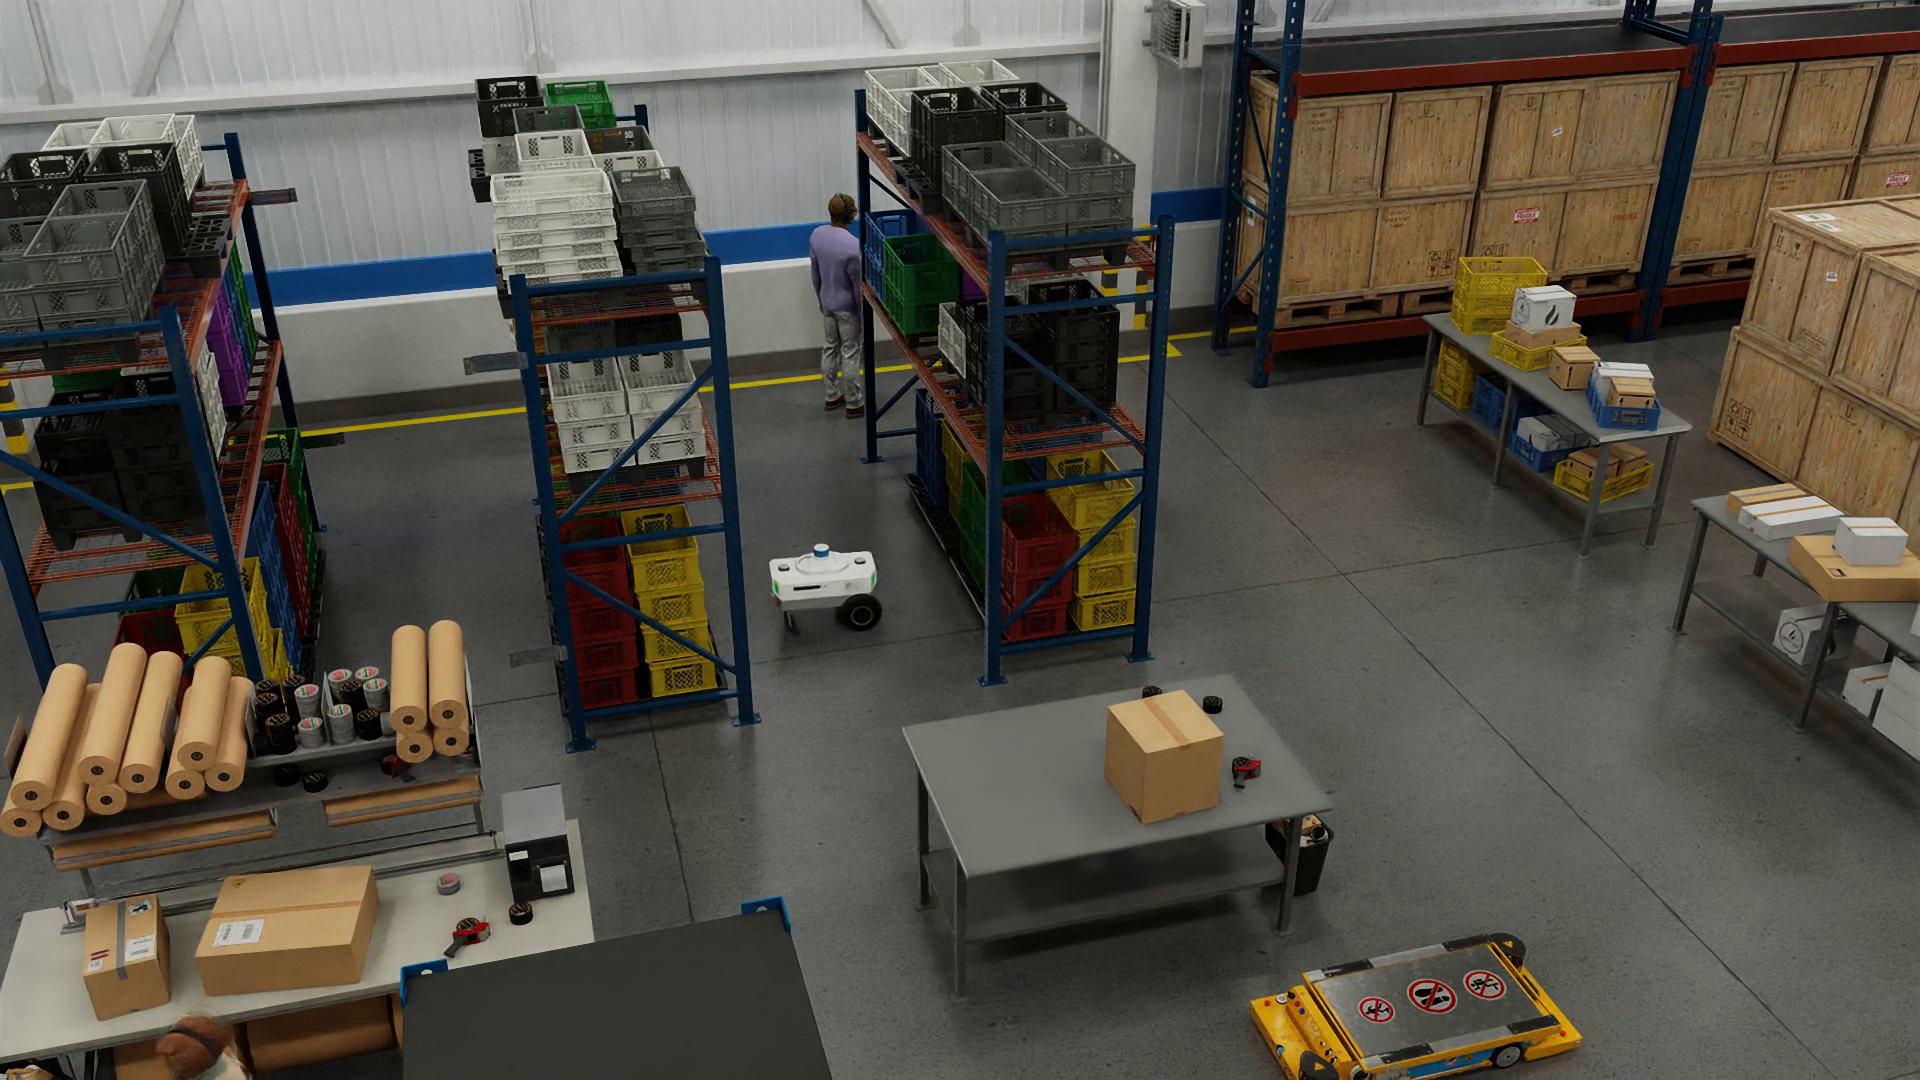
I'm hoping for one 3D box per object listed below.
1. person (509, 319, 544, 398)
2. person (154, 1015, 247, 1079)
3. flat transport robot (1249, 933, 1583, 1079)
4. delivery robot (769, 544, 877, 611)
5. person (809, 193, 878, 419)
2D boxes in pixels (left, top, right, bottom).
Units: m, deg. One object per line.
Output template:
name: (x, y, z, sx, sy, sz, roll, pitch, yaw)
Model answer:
person: (-3.442, -1.627, 13.432, 0.355, 1.882, 0.575, -6, 29, -11)
person: (-2.792, 2.400, 6.383, 0.540, 1.606, 0.528, 22, 36, 34)
flat transport robot: (2.184, 2.282, 7.980, 1.431, 0.197, 0.652, -8, 30, -14)
delivery robot: (-0.932, 0.257, 11.279, 0.707, 0.478, 0.477, -5, 29, -9)
person: (-0.979, -1.970, 13.997, 0.635, 1.939, 0.361, 25, 38, 38)
